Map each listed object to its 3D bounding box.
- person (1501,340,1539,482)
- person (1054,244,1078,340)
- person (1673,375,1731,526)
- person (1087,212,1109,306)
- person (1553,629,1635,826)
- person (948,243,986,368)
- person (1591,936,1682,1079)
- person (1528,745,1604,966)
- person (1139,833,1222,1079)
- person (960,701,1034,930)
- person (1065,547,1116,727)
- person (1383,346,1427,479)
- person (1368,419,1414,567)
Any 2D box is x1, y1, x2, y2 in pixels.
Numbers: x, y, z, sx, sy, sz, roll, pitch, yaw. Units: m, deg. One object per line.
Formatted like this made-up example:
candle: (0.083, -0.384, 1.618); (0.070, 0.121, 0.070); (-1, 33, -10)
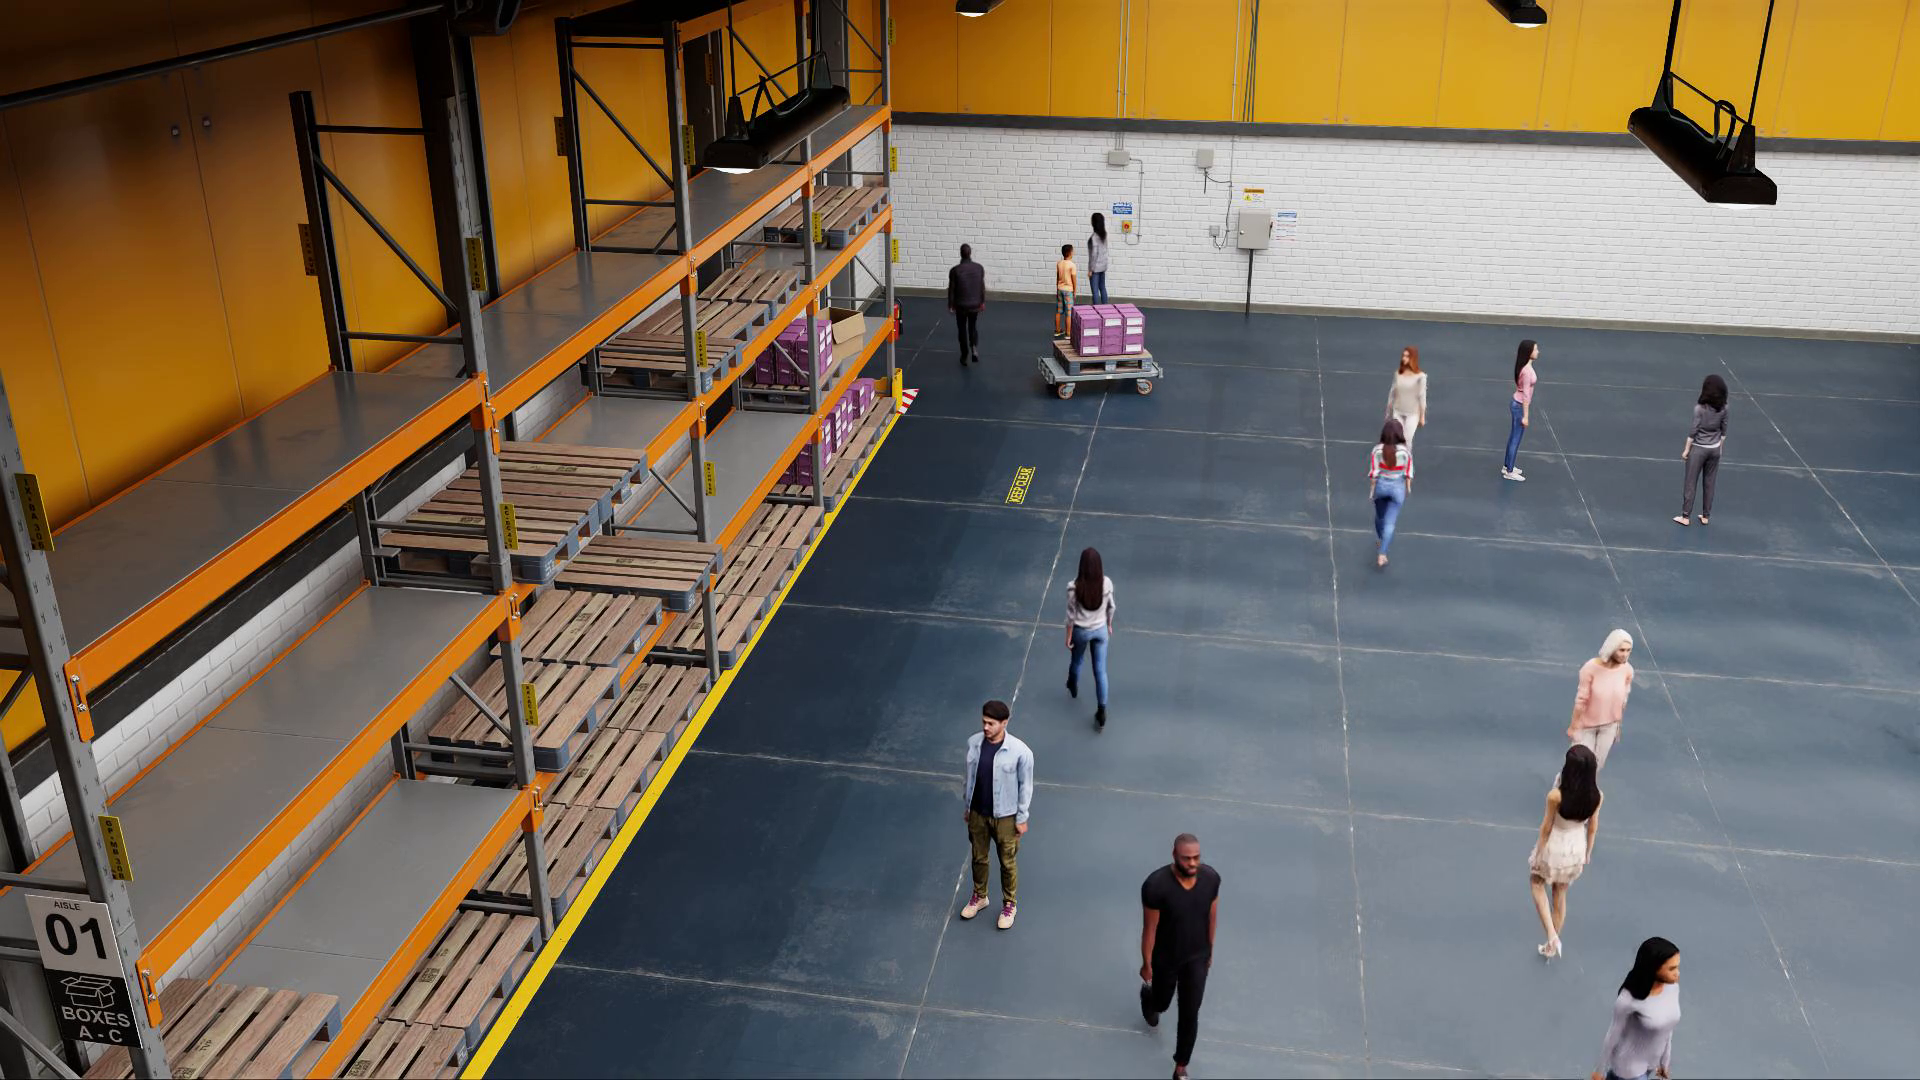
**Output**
person: (6.835, -1.607, 20.271); (0.639, 1.742, 0.451); (5, 24, 12)
person: (1.633, -3.864, 25.787); (0.581, 1.459, 0.600); (16, 28, 32)
person: (8.455, -1.012, 18.889); (0.643, 1.760, 0.585); (-1, 24, -2)
person: (2.208, -4.387, 26.644); (0.754, 1.732, 0.614); (16, 28, 32)
person: (5.060, 1.444, 13.336); (0.725, 1.707, 0.776); (-1, 24, -3)
person: (0.126, -3.404, 24.275); (0.864, 1.828, 0.900); (-6, 24, -14)
person: (3.877, 3.018, 9.762); (1.104, 1.686, 1.245); (-12, 26, -26)
person: (4.189, 2.239, 11.498); (0.665, 1.723, 0.718); (-2, 24, -4)
person: (1.362, 2.603, 10.579); (0.931, 1.793, 1.212); (-4, 24, -10)
person: (0.254, 1.965, 12.016); (0.739, 1.810, 0.671); (11, 26, 24)
person: (1.184, 0.886, 14.765); (0.898, 1.586, 1.159); (-5, 24, -11)
person: (5.470, -1.553, 20.201); (0.727, 1.699, 0.752); (21, 31, 39)
person: (4.618, -0.487, 17.921); (0.775, 1.573, 1.155); (9, 25, 20)
